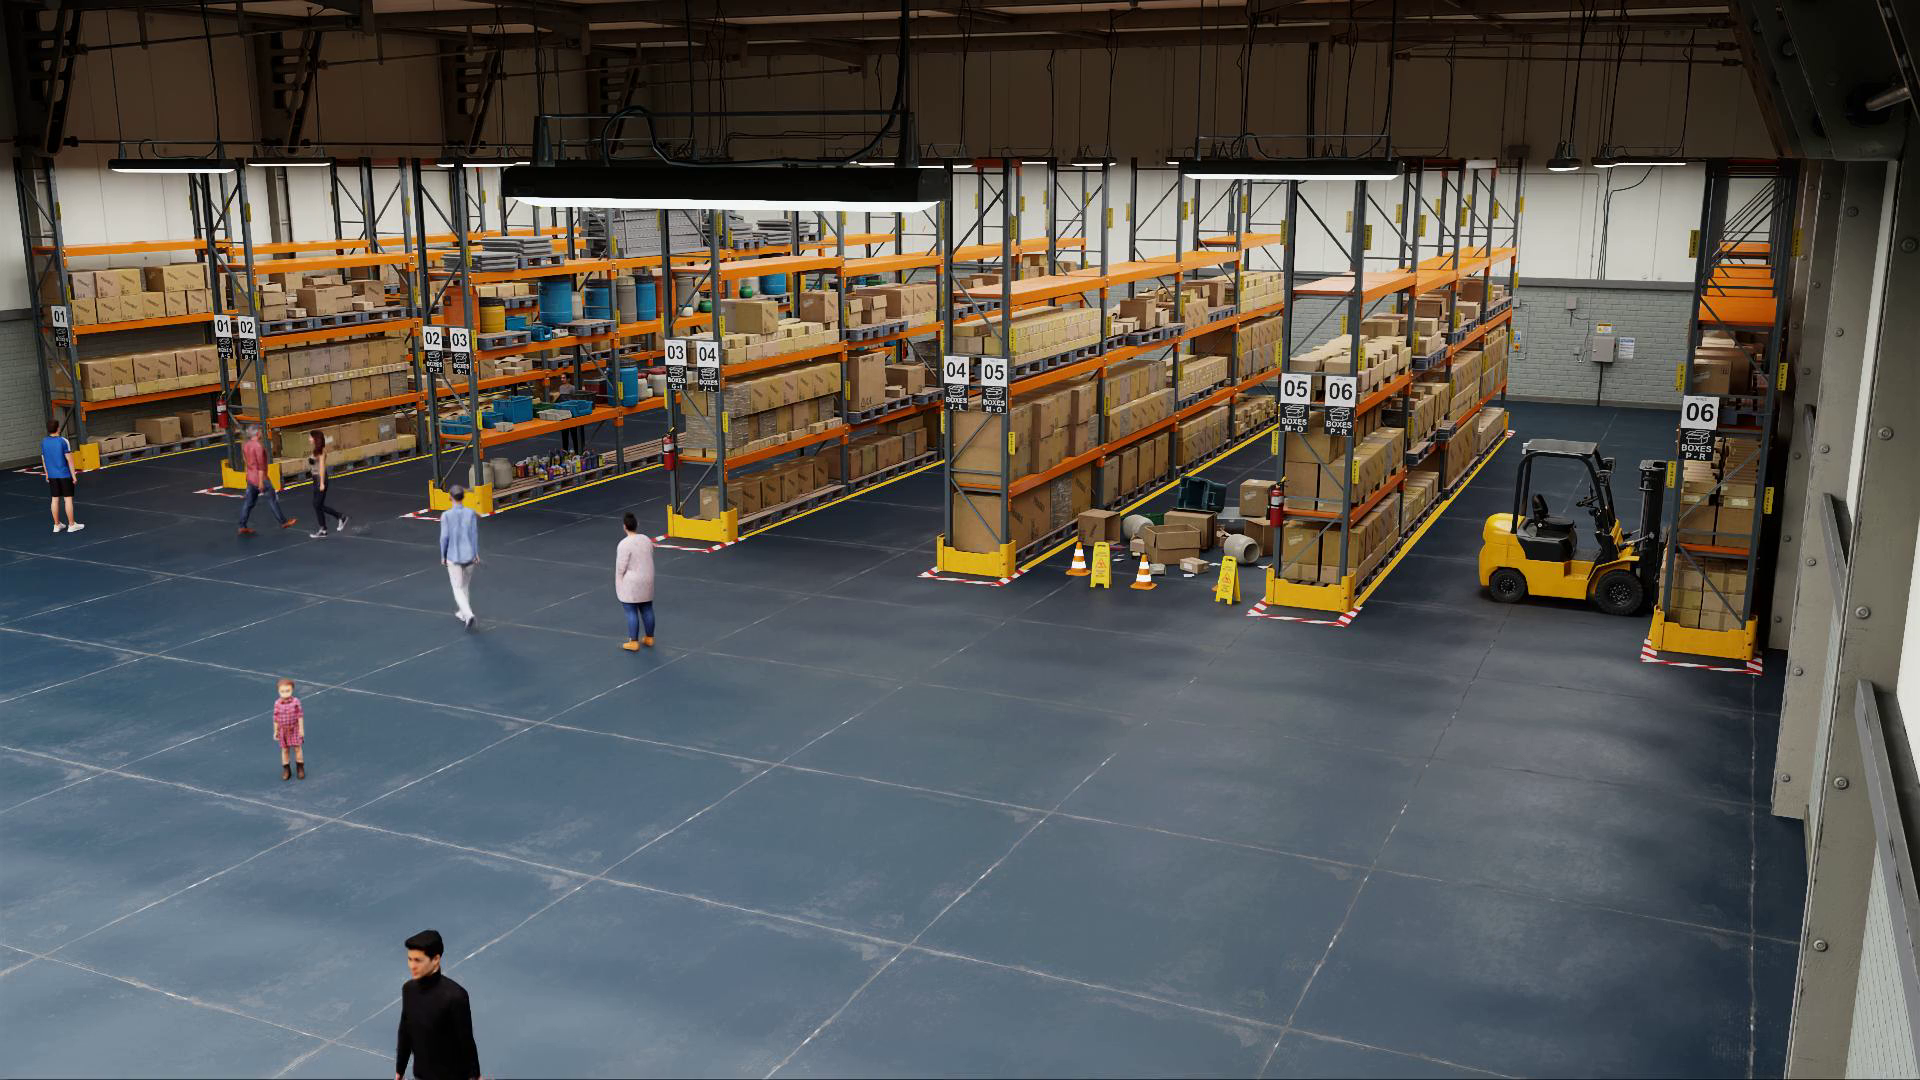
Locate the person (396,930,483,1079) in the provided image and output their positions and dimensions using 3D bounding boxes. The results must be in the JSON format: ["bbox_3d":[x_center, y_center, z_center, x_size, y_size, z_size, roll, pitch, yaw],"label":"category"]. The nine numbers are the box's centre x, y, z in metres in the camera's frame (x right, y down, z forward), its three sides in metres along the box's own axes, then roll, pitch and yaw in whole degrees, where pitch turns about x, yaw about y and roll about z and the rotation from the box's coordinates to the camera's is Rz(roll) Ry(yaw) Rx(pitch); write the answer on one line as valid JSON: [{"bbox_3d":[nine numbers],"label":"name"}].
[{"bbox_3d":[-2.988,3.068,9.746,0.771,1.700,1.019,9,16,33],"label":"person"}]

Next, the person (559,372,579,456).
[{"bbox_3d":[-7.992,-2.559,33.926,0.620,1.754,0.524,7,15,26],"label":"person"}]

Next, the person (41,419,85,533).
[{"bbox_3d":[-14.756,-1.068,27.245,0.729,1.865,0.720,0,13,0],"label":"person"}]

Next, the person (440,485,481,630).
[{"bbox_3d":[-6.481,0.229,21.644,1.134,1.863,1.054,-9,16,-35],"label":"person"}]

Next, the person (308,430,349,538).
[{"bbox_3d":[-10.199,-0.902,26.769,0.952,1.756,0.849,-8,15,-32],"label":"person"}]

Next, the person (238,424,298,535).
[{"bbox_3d":[-11.430,-0.939,26.872,0.903,1.780,1.275,10,16,36],"label":"person"}]

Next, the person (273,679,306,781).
[{"bbox_3d":[-6.641,1.858,16.479,0.504,1.020,0.557,-3,13,-13],"label":"person"}]

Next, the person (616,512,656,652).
[{"bbox_3d":[-4.033,0.503,20.730,0.688,1.743,0.835,-13,18,-43],"label":"person"}]
